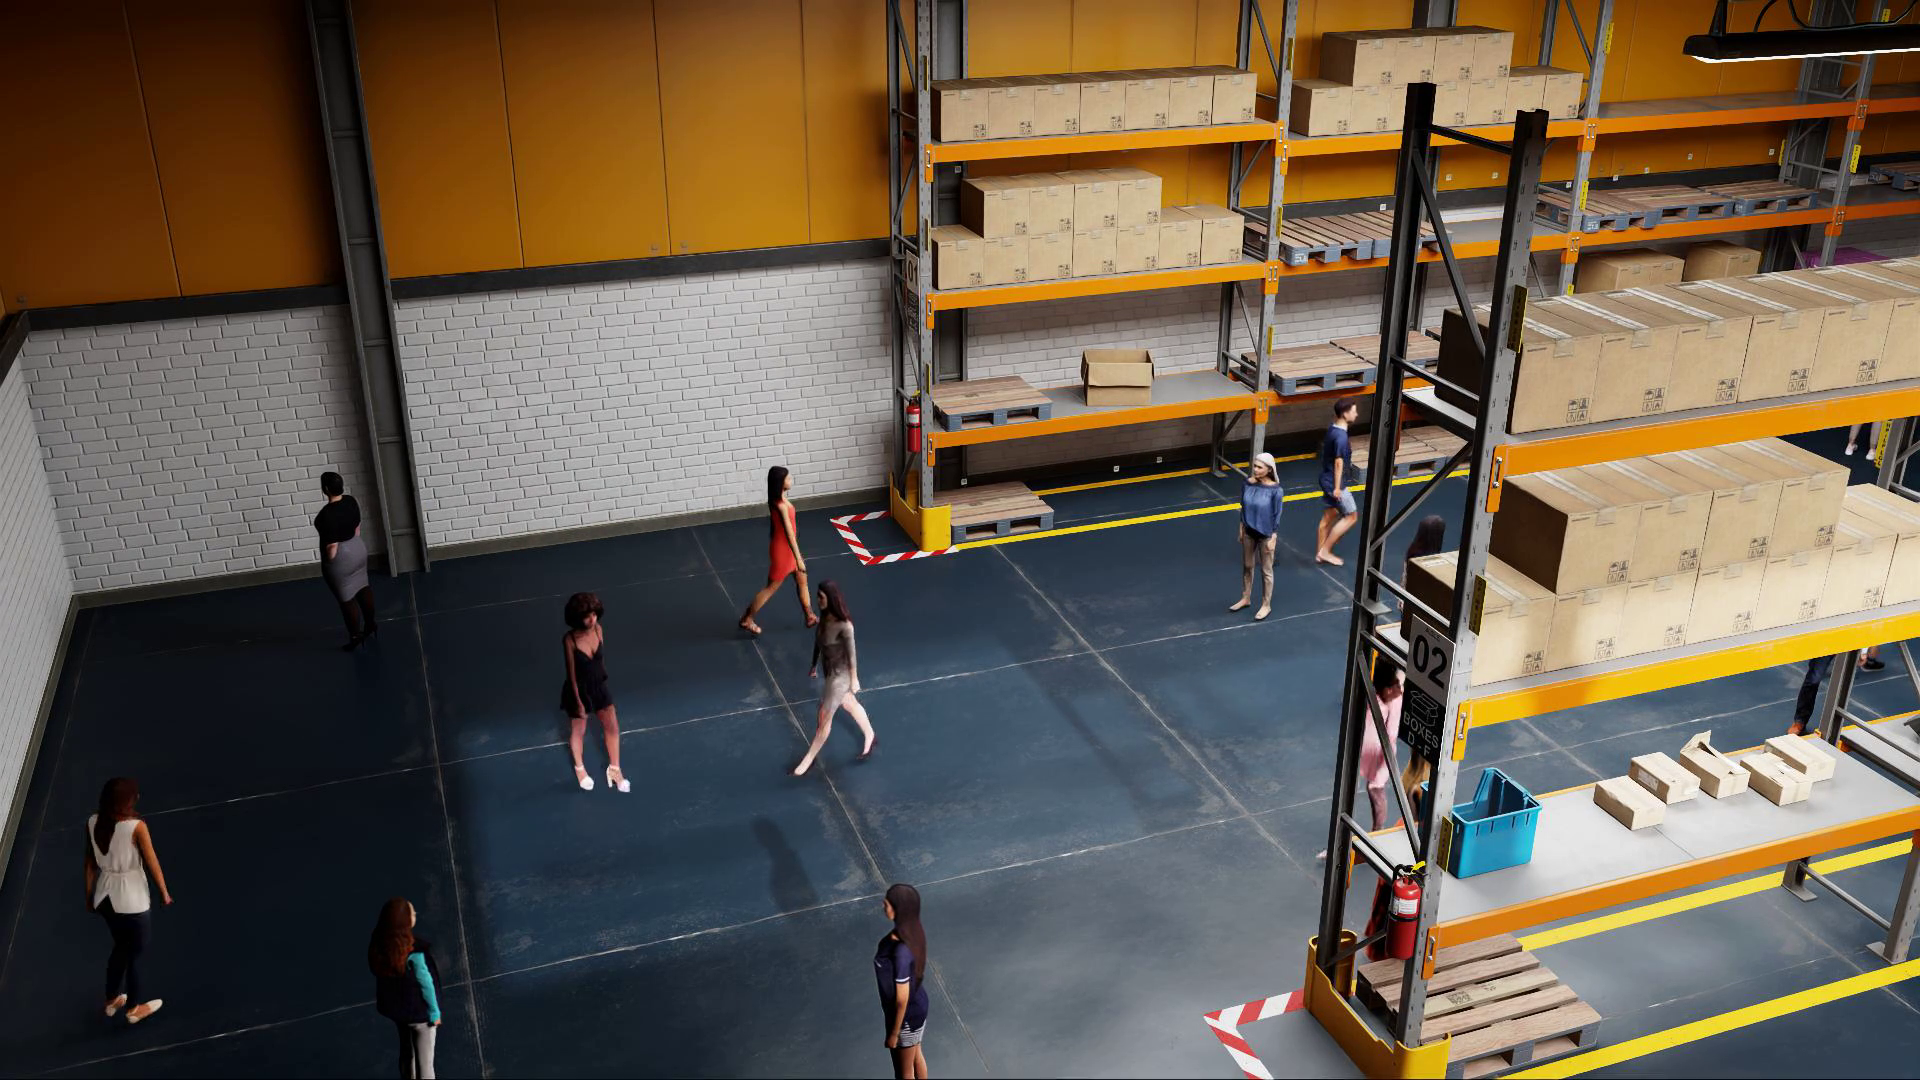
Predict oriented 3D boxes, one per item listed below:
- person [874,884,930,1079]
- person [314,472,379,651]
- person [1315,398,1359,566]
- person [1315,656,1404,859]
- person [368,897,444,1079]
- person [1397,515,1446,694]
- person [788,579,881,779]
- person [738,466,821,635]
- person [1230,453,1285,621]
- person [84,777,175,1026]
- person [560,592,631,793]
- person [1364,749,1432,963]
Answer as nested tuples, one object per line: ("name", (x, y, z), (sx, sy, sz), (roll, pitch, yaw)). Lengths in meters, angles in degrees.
("person", (-0.314, 2.753, 9.686), (0.673, 1.767, 0.655), (4, 24, 9))
("person", (-5.747, 0.185, 15.571), (0.807, 1.759, 0.781), (6, 24, 13))
("person", (3.815, -0.601, 17.273), (0.710, 1.835, 0.692), (-1, 24, -2))
("person", (3.127, 1.569, 12.383), (0.926, 1.775, 0.767), (-16, 28, -32))
("person", (-3.291, 2.784, 9.948), (0.681, 1.500, 0.723), (16, 29, 33))
("person", (4.010, 0.608, 14.700), (0.941, 1.681, 0.695), (-11, 26, -24))
("person", (-0.929, 1.107, 13.543), (1.138, 1.692, 0.764), (-14, 27, -29))
("person", (-1.757, 0.147, 15.754), (1.166, 1.681, 0.700), (-4, 24, -10))
("person", (2.919, -0.056, 16.198), (0.702, 1.697, 0.709), (20, 31, 39))
("person", (-5.406, 2.347, 10.639), (0.739, 1.747, 0.821), (1, 24, 2))
("person", (-3.032, 1.202, 13.233), (0.774, 1.768, 0.771), (-21, 31, -39))
("person", (3.016, 2.081, 11.181), (0.756, 1.800, 0.724), (5, 24, 11))
